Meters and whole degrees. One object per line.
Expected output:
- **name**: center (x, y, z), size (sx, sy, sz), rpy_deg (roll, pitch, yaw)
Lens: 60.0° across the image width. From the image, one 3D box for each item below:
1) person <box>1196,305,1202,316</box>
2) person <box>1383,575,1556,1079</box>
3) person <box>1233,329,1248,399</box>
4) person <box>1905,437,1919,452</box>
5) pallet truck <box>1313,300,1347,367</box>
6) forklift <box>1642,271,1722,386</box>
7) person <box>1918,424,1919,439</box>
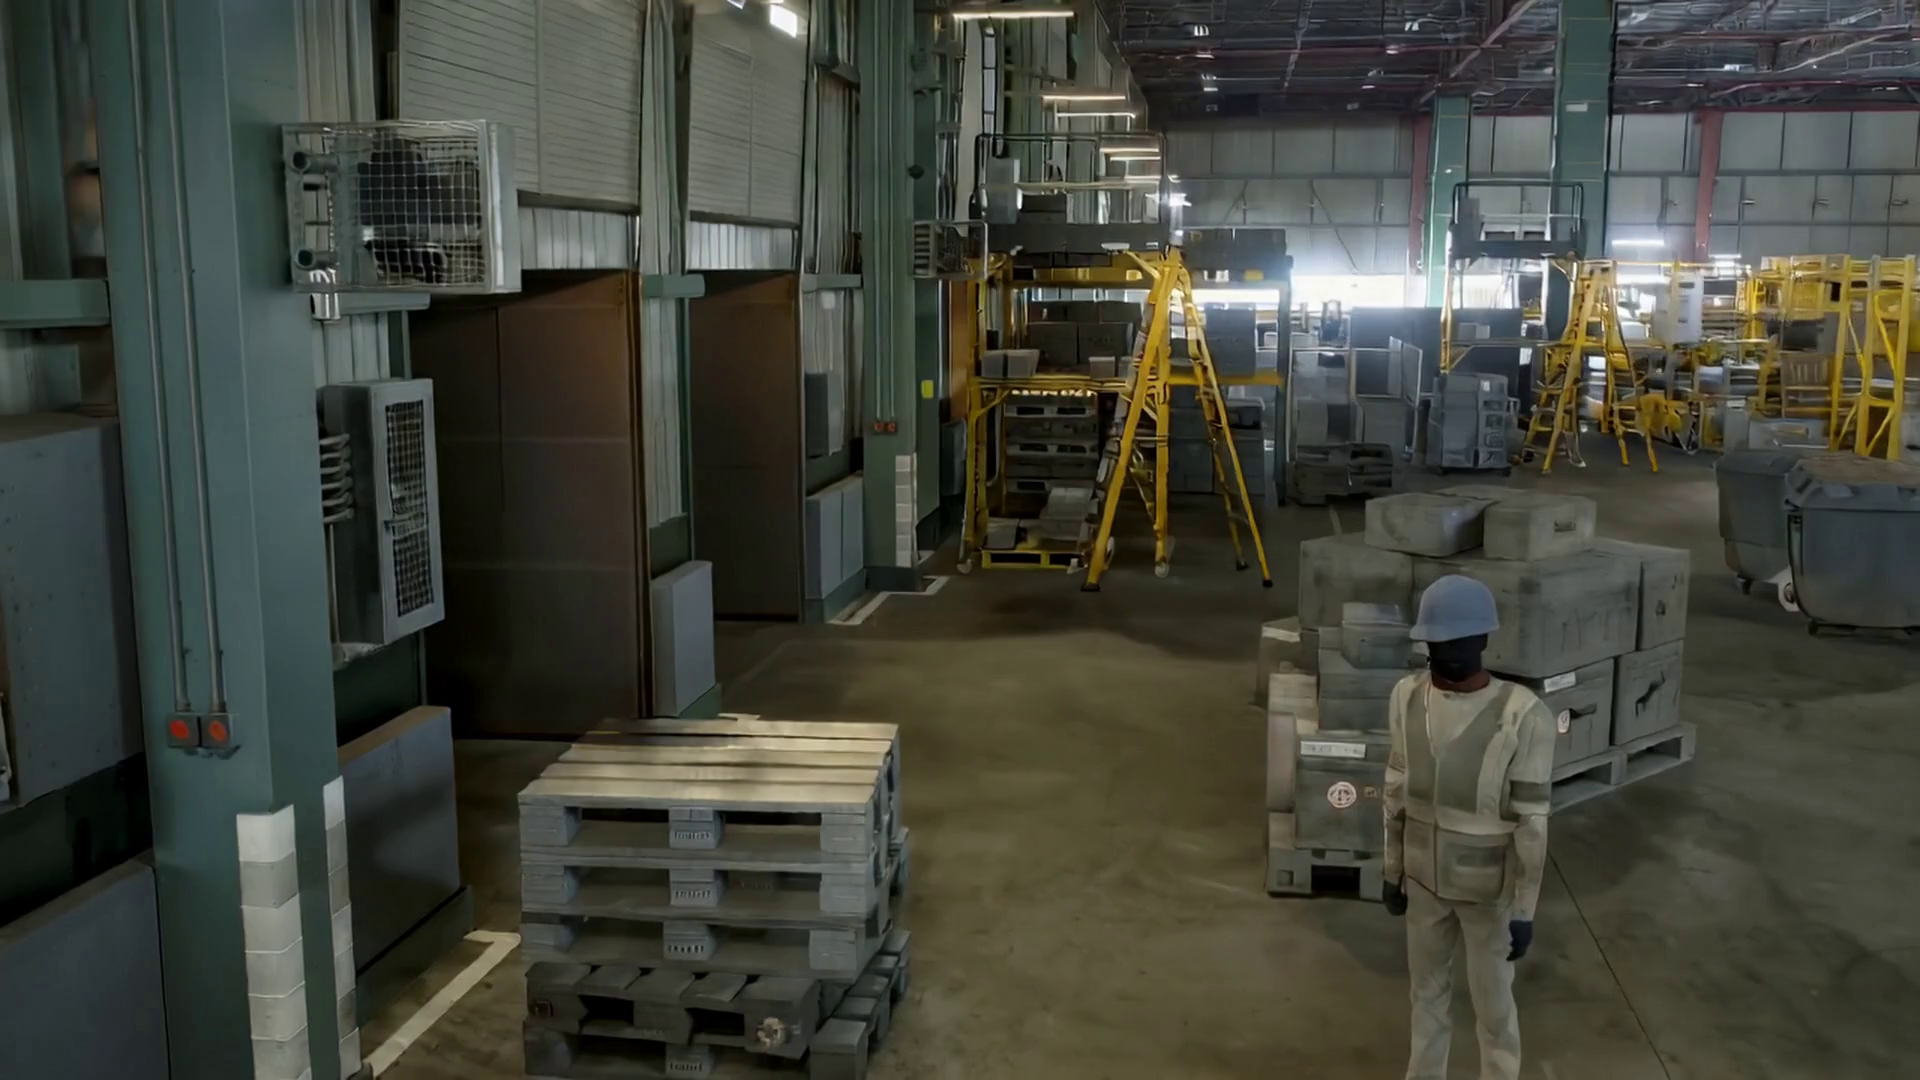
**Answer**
- **person**: center (6.311, -5.294, 44.365), size (0.544, 1.928, 0.393), rpy_deg (-8, 12, -40)
- **person**: center (1.559, 1.054, 5.231), size (0.393, 1.921, 0.586), rpy_deg (-7, 12, -38)
- **person**: center (5.878, -3.584, 34.724), size (0.312, 1.632, 0.520), rpy_deg (-5, 10, -26)
- **person**: center (15.358, -2.290, 26.010), size (1.019, 1.866, 0.638), rpy_deg (-1, 9, -5)
- **pallet truck**: center (11.159, -6.200, 49.718), size (0.823, 1.965, 1.885), rpy_deg (4, 10, 26)
- **forklift**: center (17.405, -5.066, 40.009), size (1.129, 2.768, 1.873), rpy_deg (-3, 10, -19)
- **person**: center (15.762, -2.358, 26.832), size (0.484, 1.737, 0.321), rpy_deg (-4, 10, -22)
